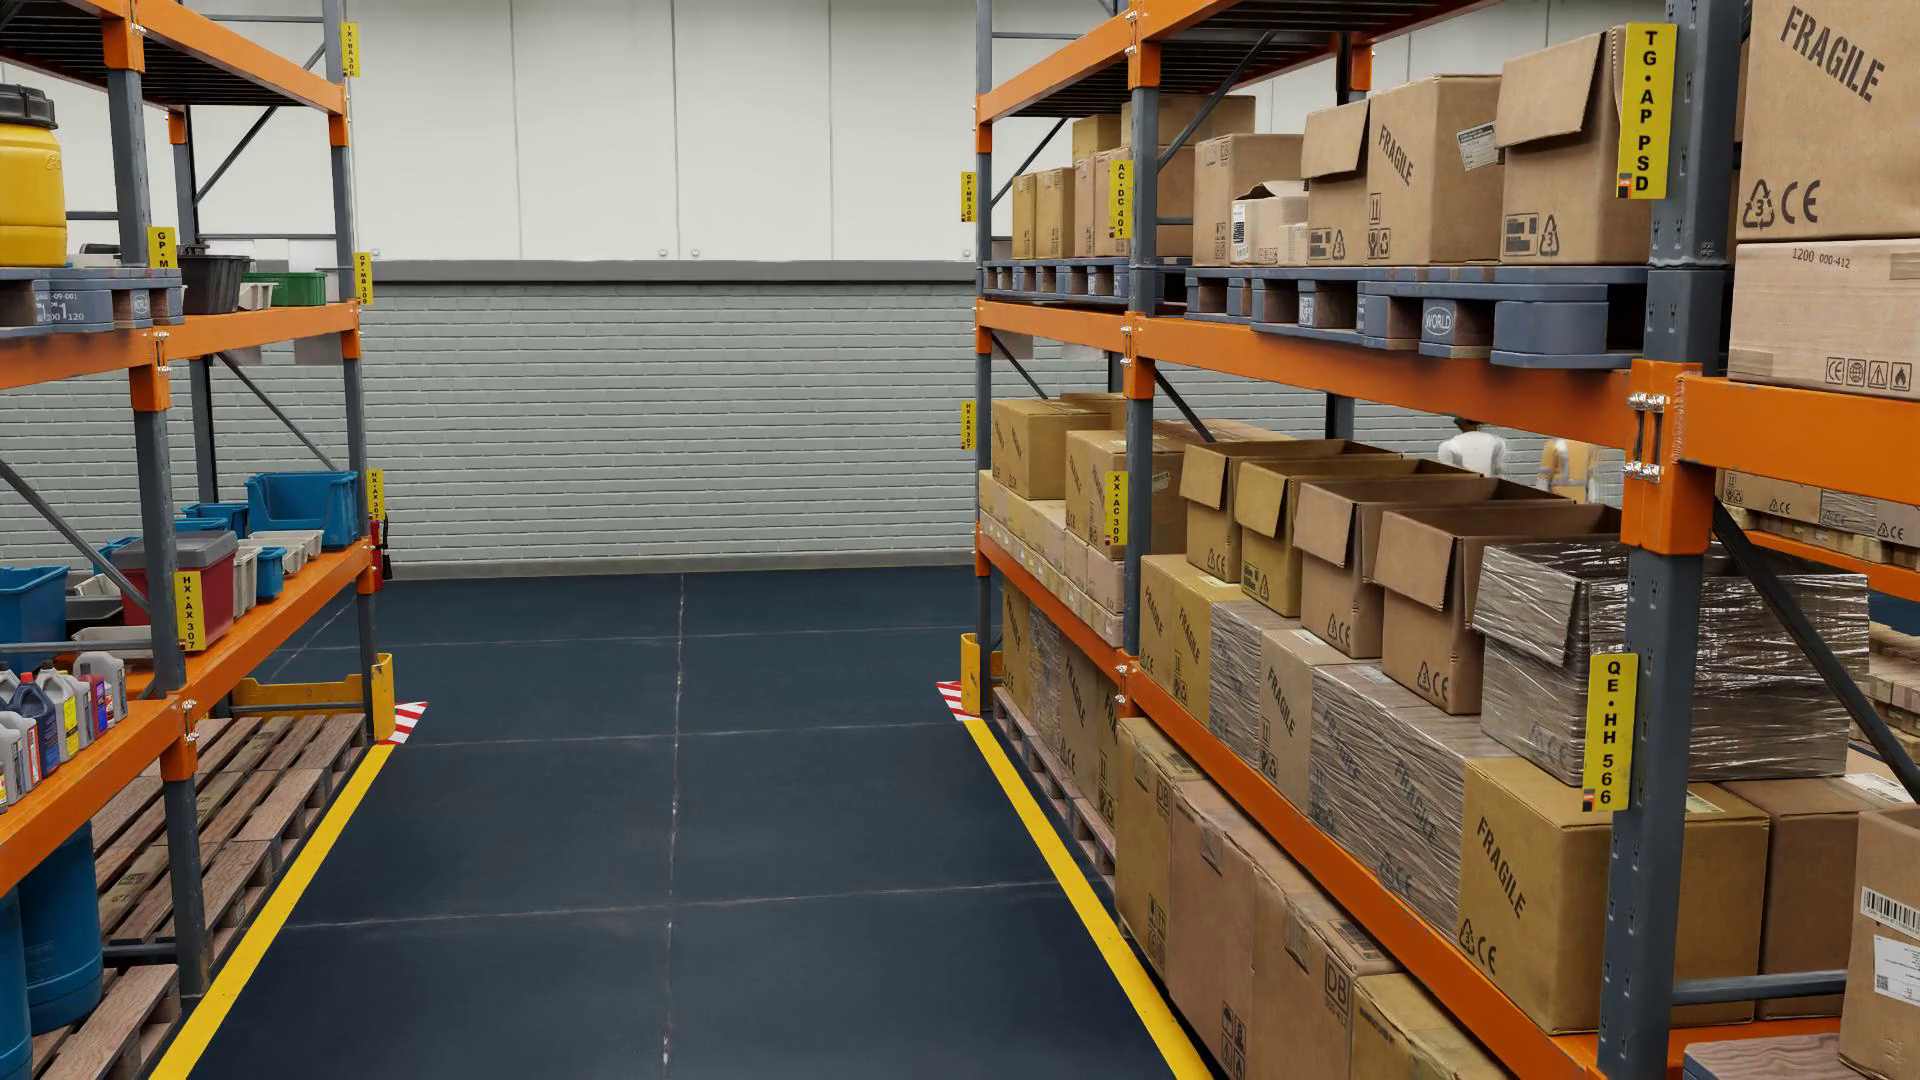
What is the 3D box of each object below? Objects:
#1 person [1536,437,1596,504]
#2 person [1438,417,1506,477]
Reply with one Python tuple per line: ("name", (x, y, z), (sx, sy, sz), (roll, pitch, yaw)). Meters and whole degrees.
("person", (5.473, -0.301, 14.834), (0.551, 1.894, 0.894), (-5, 11, -29))
("person", (4.344, -0.248, 14.123), (0.597, 2.009, 0.944), (-1, 9, -4))
